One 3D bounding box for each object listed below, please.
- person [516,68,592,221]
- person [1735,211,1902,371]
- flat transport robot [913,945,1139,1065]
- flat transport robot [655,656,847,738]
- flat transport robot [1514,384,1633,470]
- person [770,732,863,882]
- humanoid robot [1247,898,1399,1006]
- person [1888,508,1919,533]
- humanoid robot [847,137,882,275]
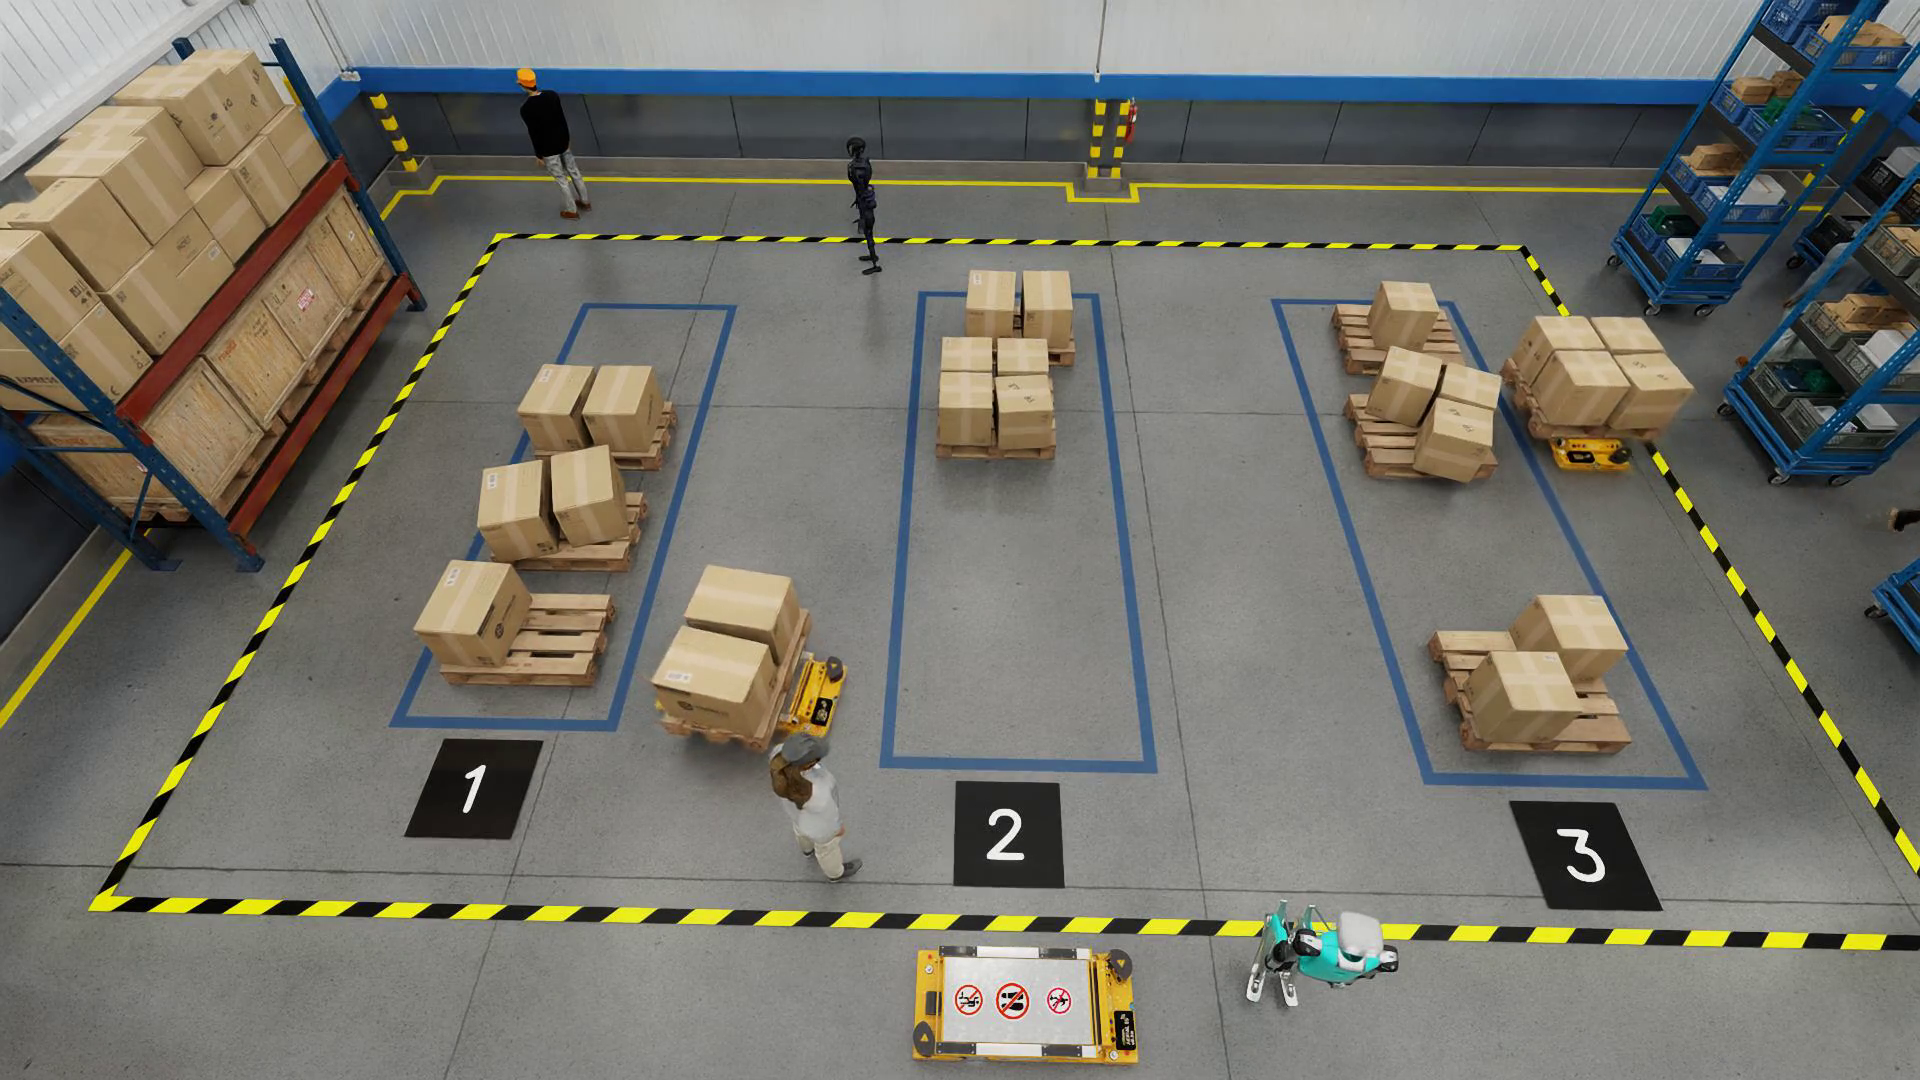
[{"bbox_3d":[-5.092,-4.922,11.460,0.382,1.878,0.585,22,54,17],"label":"person"},{"bbox_3d":[8.877,-2.499,9.446,0.629,1.940,0.372,-1,51,-1],"label":"person"},{"bbox_3d":[0.422,3.041,6.007,1.431,0.231,0.659,1,51,1],"label":"flat transport robot"},{"bbox_3d":[-1.709,1.177,7.508,1.431,0.197,0.652,8,51,7],"label":"flat transport robot"},{"bbox_3d":[6.347,-1.316,9.541,0.652,0.197,1.431,1,51,1],"label":"flat transport robot"},{"bbox_3d":[-0.977,1.777,6.072,0.404,1.762,0.565,-36,59,-25],"label":"person"},{"bbox_3d":[2.111,2.378,5.511,0.533,1.681,0.735,9,51,7],"label":"humanoid robot"},{"bbox_3d":[9.050,-0.579,7.880,0.754,1.926,0.636,34,59,25],"label":"person"},{"bbox_3d":[-1.135,-3.918,10.761,0.315,1.657,0.599,-6,51,-5],"label":"humanoid robot"}]
